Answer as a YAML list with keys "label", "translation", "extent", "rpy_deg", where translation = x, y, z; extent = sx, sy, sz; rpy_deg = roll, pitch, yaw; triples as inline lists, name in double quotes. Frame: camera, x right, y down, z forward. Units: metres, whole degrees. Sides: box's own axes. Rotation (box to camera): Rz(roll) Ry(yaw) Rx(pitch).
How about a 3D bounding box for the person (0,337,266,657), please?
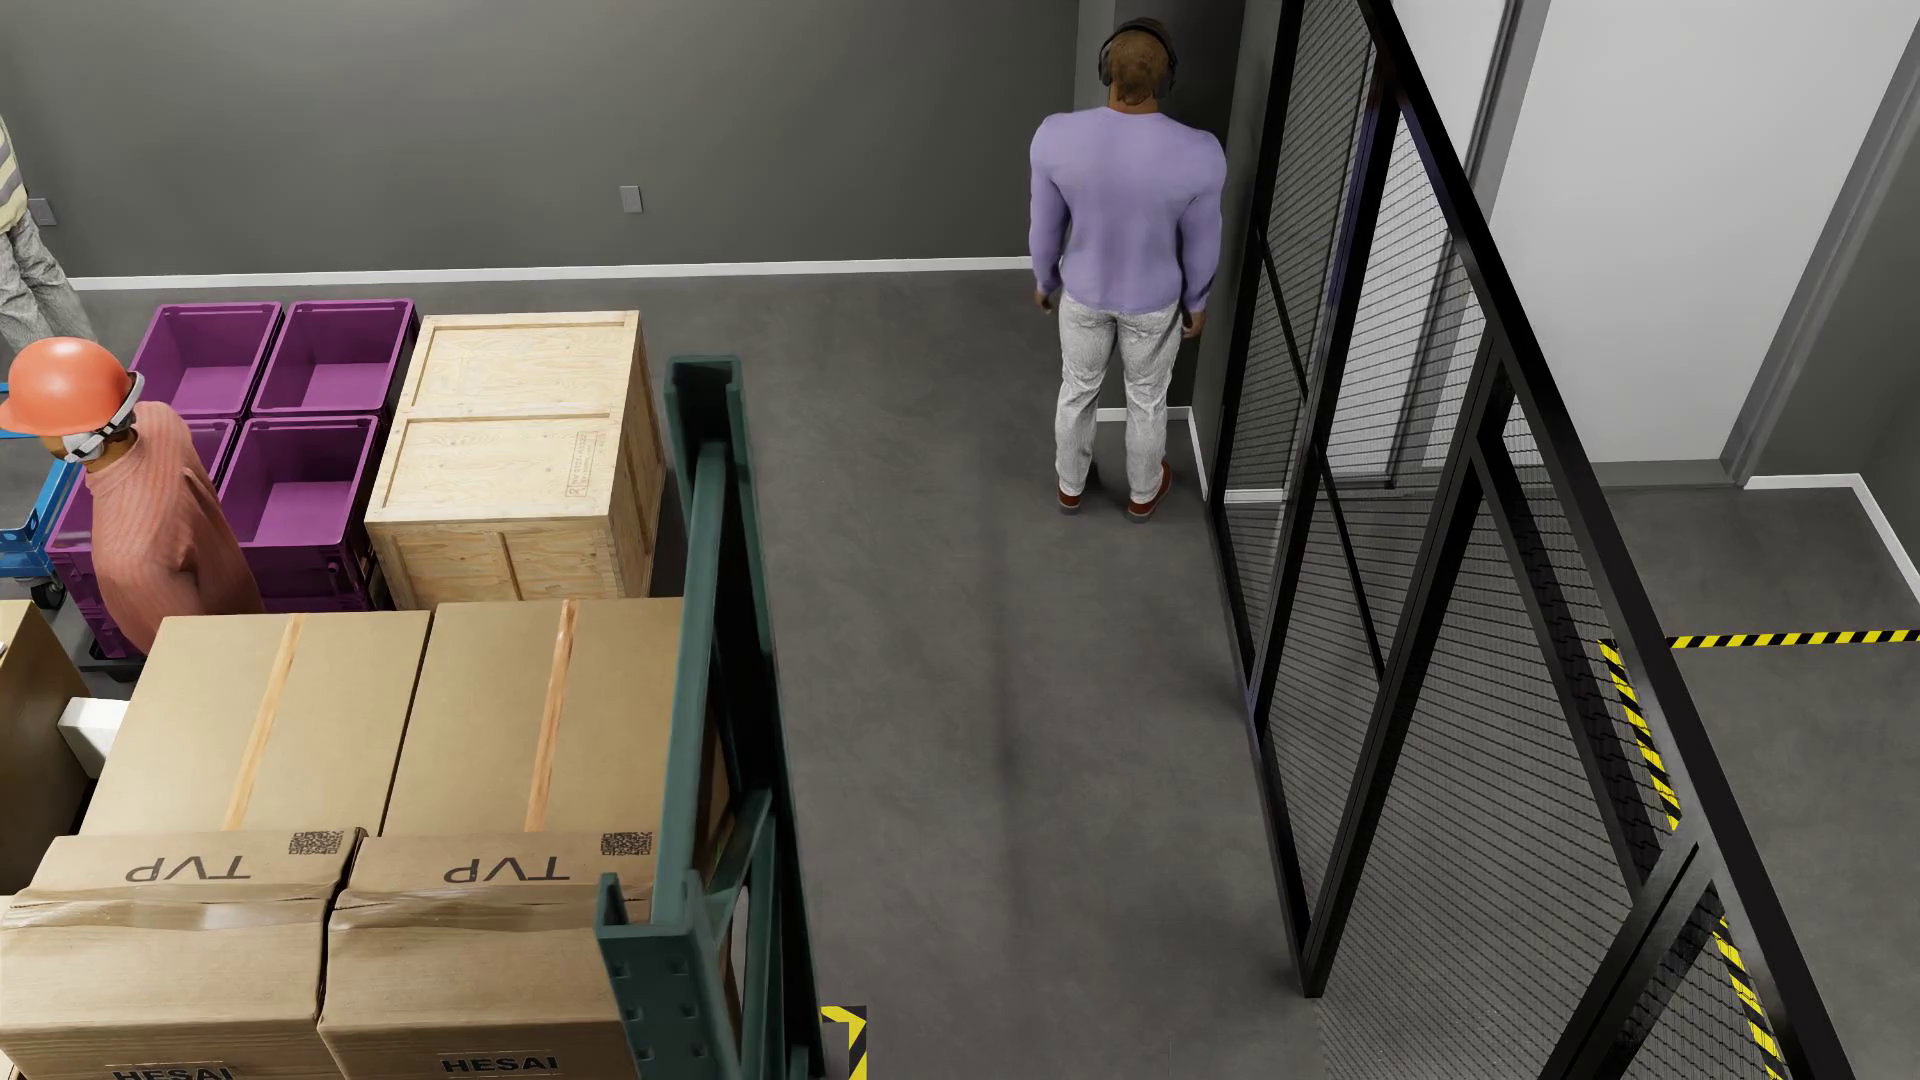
- label: "person"
  translation: [-2.046, 0.251, 4.478]
  extent: [0.381, 1.994, 0.621]
  rpy_deg: [-12, 48, -11]

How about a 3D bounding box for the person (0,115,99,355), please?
- label: "person"
  translation: [-3.551, -1.190, 5.965]
  extent: [0.404, 1.830, 0.602]
  rpy_deg: [1, 46, 1]

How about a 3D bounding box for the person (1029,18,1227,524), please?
- label: "person"
  translation: [0.534, -0.836, 5.555]
  extent: [0.627, 1.941, 0.372]
  rpy_deg: [11, 47, 10]
